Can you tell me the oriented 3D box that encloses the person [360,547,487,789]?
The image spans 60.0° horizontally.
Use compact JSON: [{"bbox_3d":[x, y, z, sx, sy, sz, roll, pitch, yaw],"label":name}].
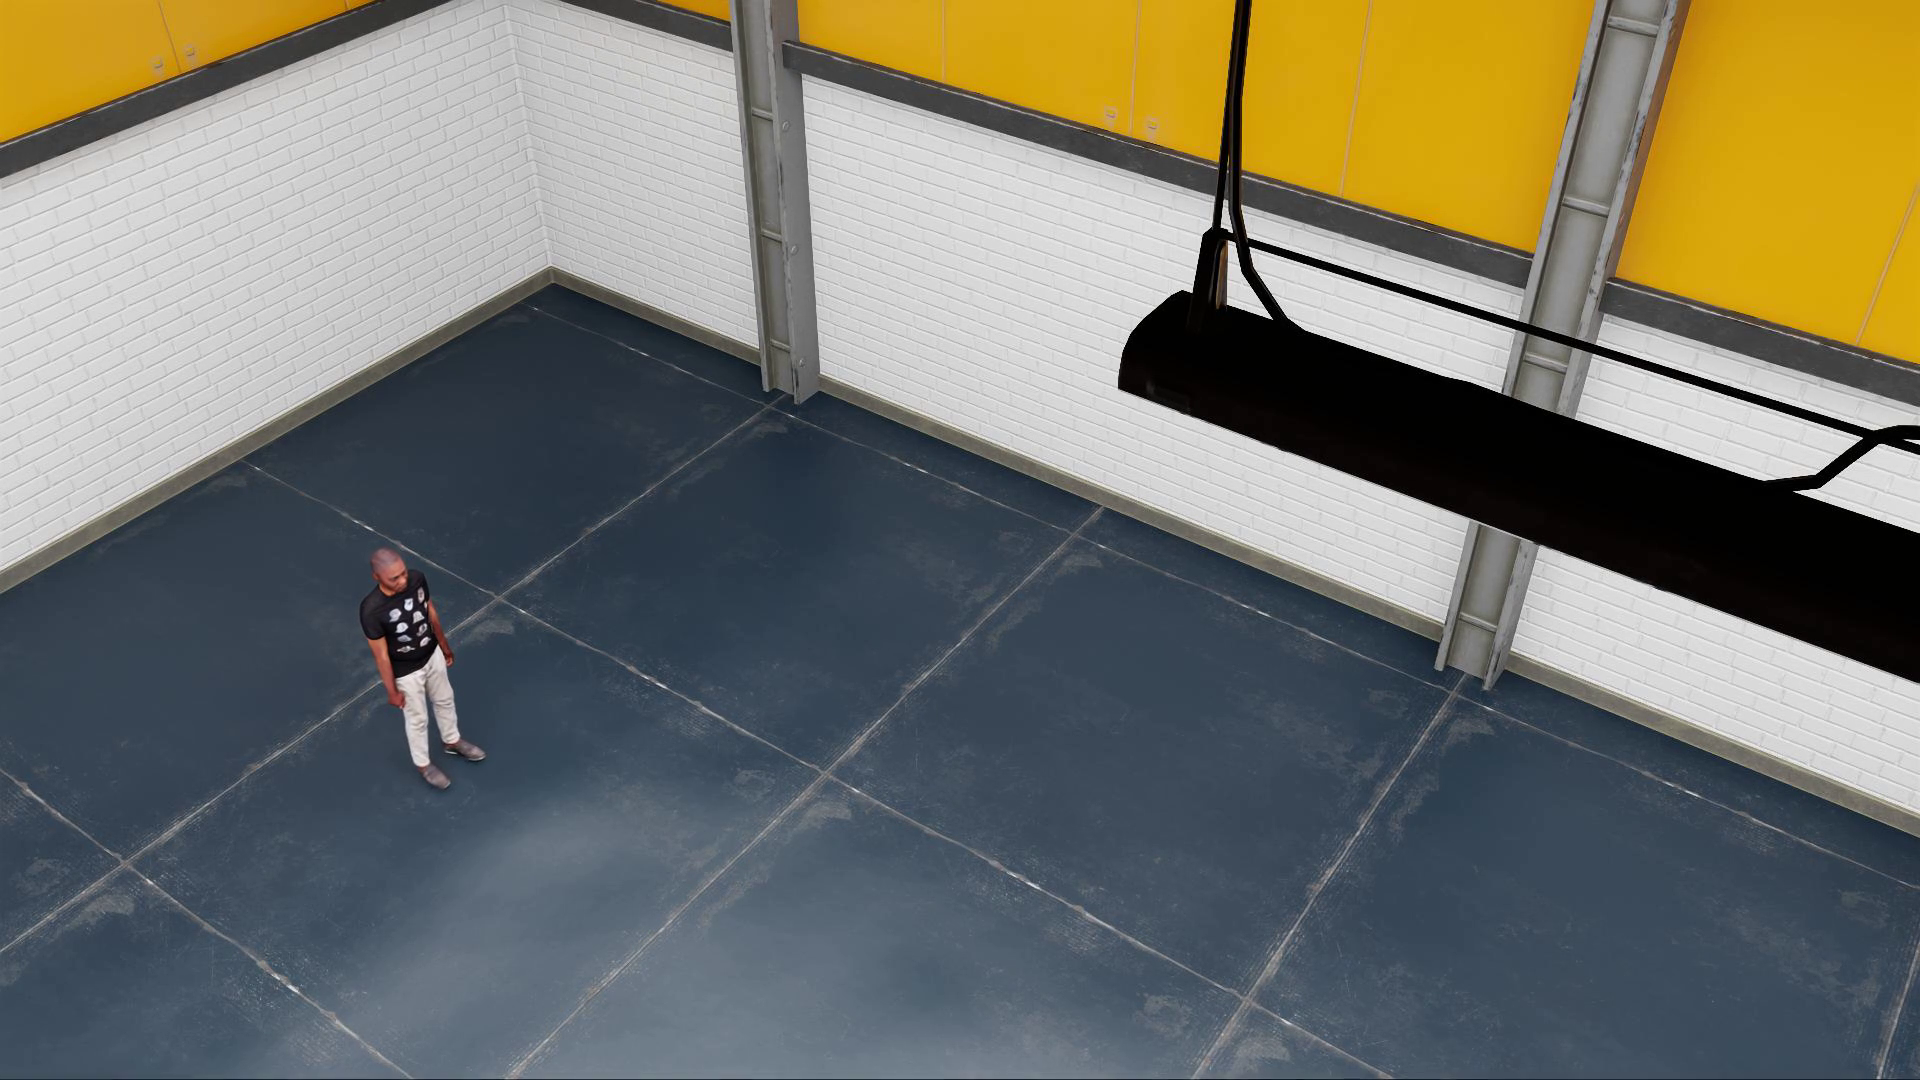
[{"bbox_3d":[-3.330,0.738,10.107,0.644,1.801,0.683,19,42,22],"label":"person"}]
